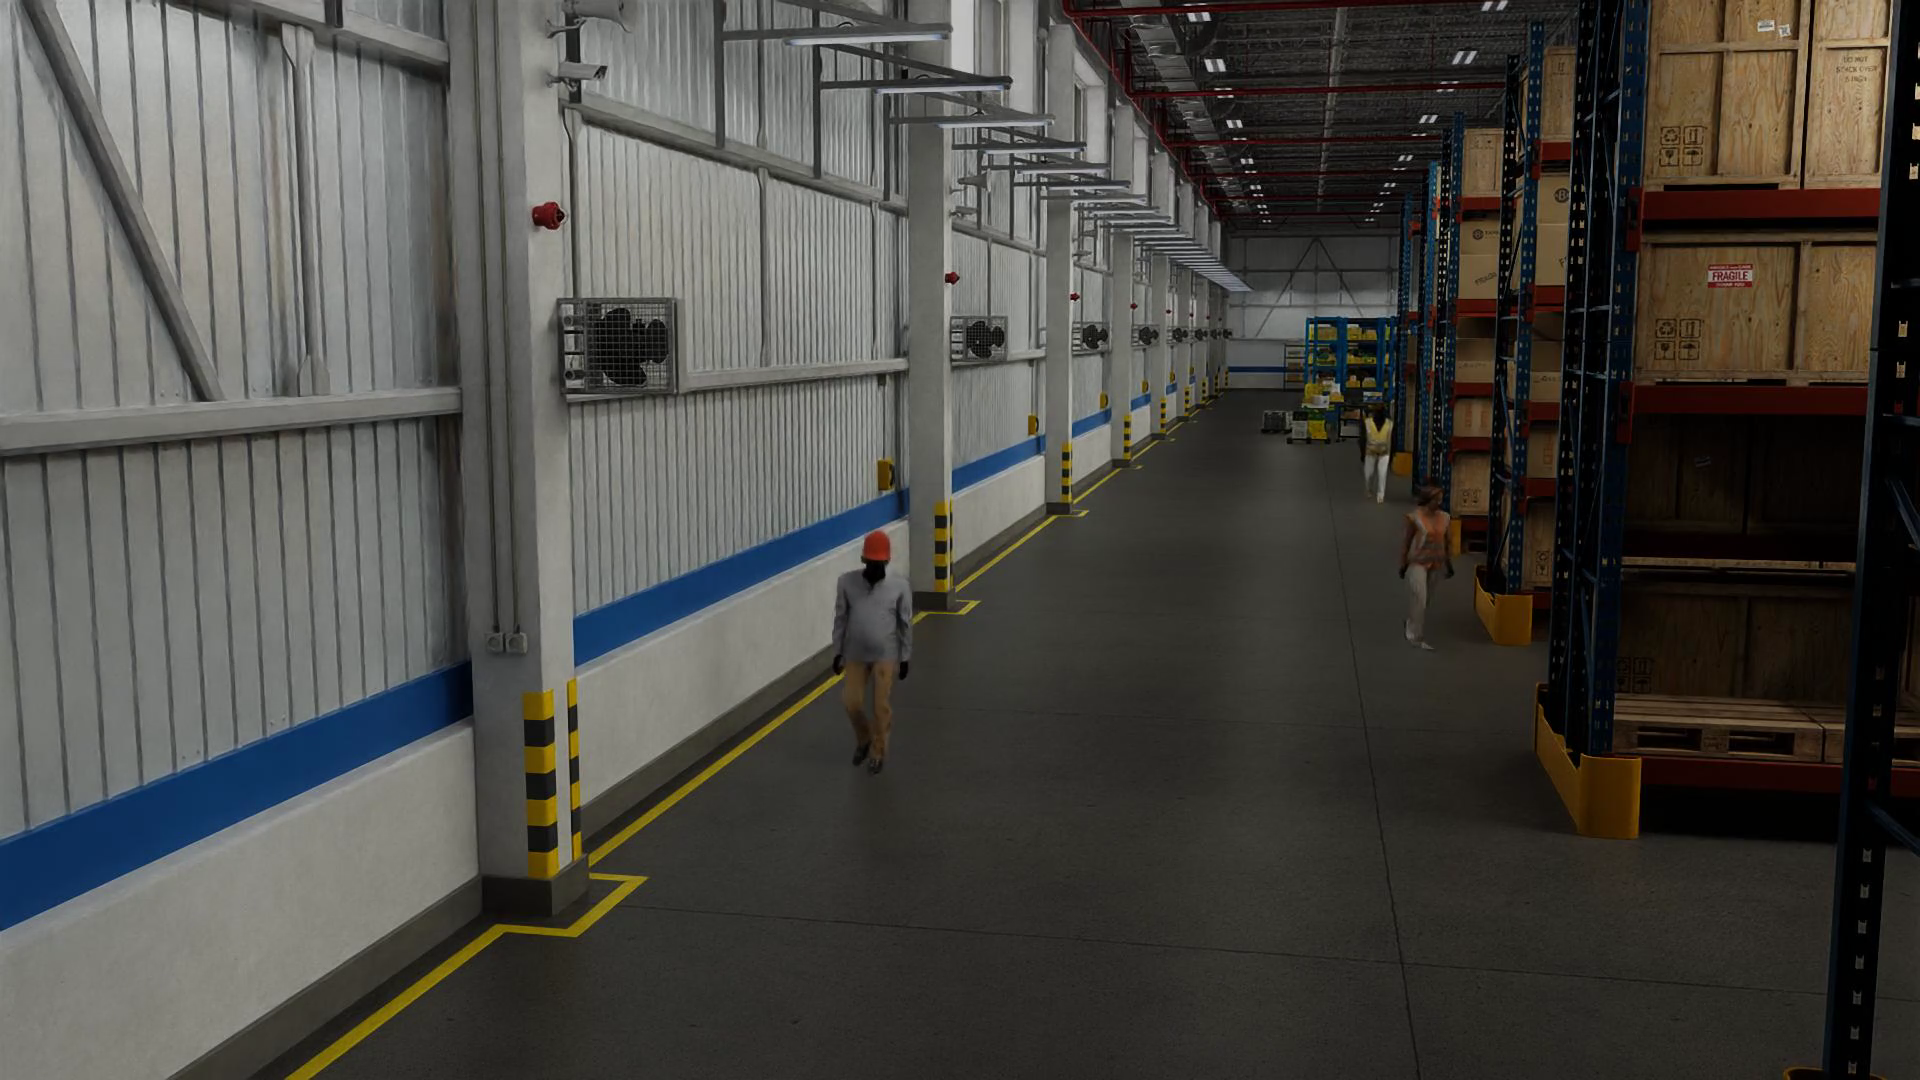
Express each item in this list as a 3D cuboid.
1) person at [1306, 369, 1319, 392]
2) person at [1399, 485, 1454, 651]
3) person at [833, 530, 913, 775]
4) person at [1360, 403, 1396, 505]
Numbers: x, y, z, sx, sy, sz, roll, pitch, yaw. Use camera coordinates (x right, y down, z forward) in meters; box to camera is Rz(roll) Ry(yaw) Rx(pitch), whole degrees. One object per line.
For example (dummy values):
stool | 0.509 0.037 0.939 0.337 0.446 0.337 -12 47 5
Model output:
person | 12.195 -4.990 57.479 0.563 1.837 0.389 -1 7 -8
person | 4.574 0.246 16.492 0.508 1.609 0.731 -3 8 -22
person | -0.616 0.785 11.639 0.576 1.730 0.370 1 7 9
person | 7.543 -1.559 30.021 0.635 1.831 0.530 1 7 11
